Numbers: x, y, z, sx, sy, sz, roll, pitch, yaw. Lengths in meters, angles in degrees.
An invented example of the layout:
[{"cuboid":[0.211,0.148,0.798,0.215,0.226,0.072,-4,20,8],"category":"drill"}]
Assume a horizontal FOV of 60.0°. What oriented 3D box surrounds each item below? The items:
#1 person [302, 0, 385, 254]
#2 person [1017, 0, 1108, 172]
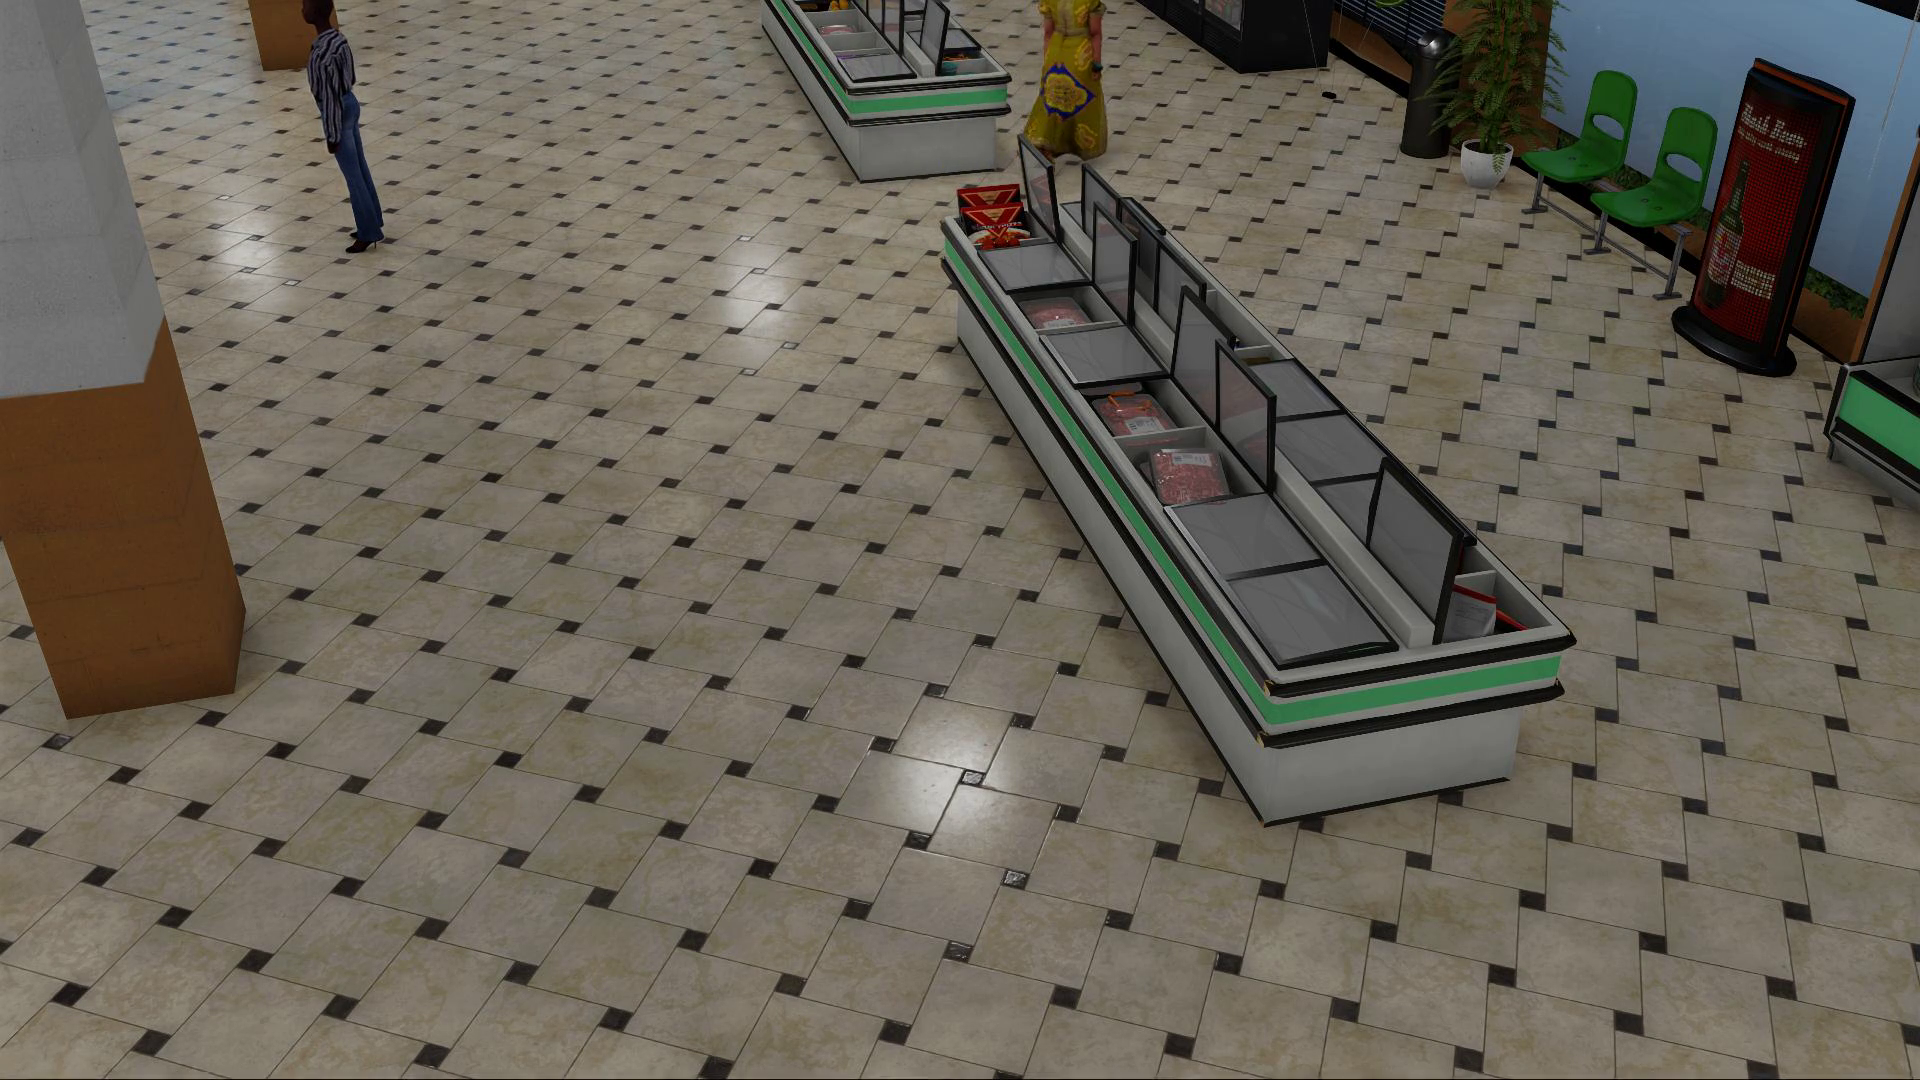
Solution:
[{"cuboid":[-4.274,-2.893,11.520,0.700,1.796,0.496,-4,32,-7],"category":"person"},{"cuboid":[0.827,-3.643,12.886,1.223,1.625,1.388,12,34,19],"category":"person"}]
